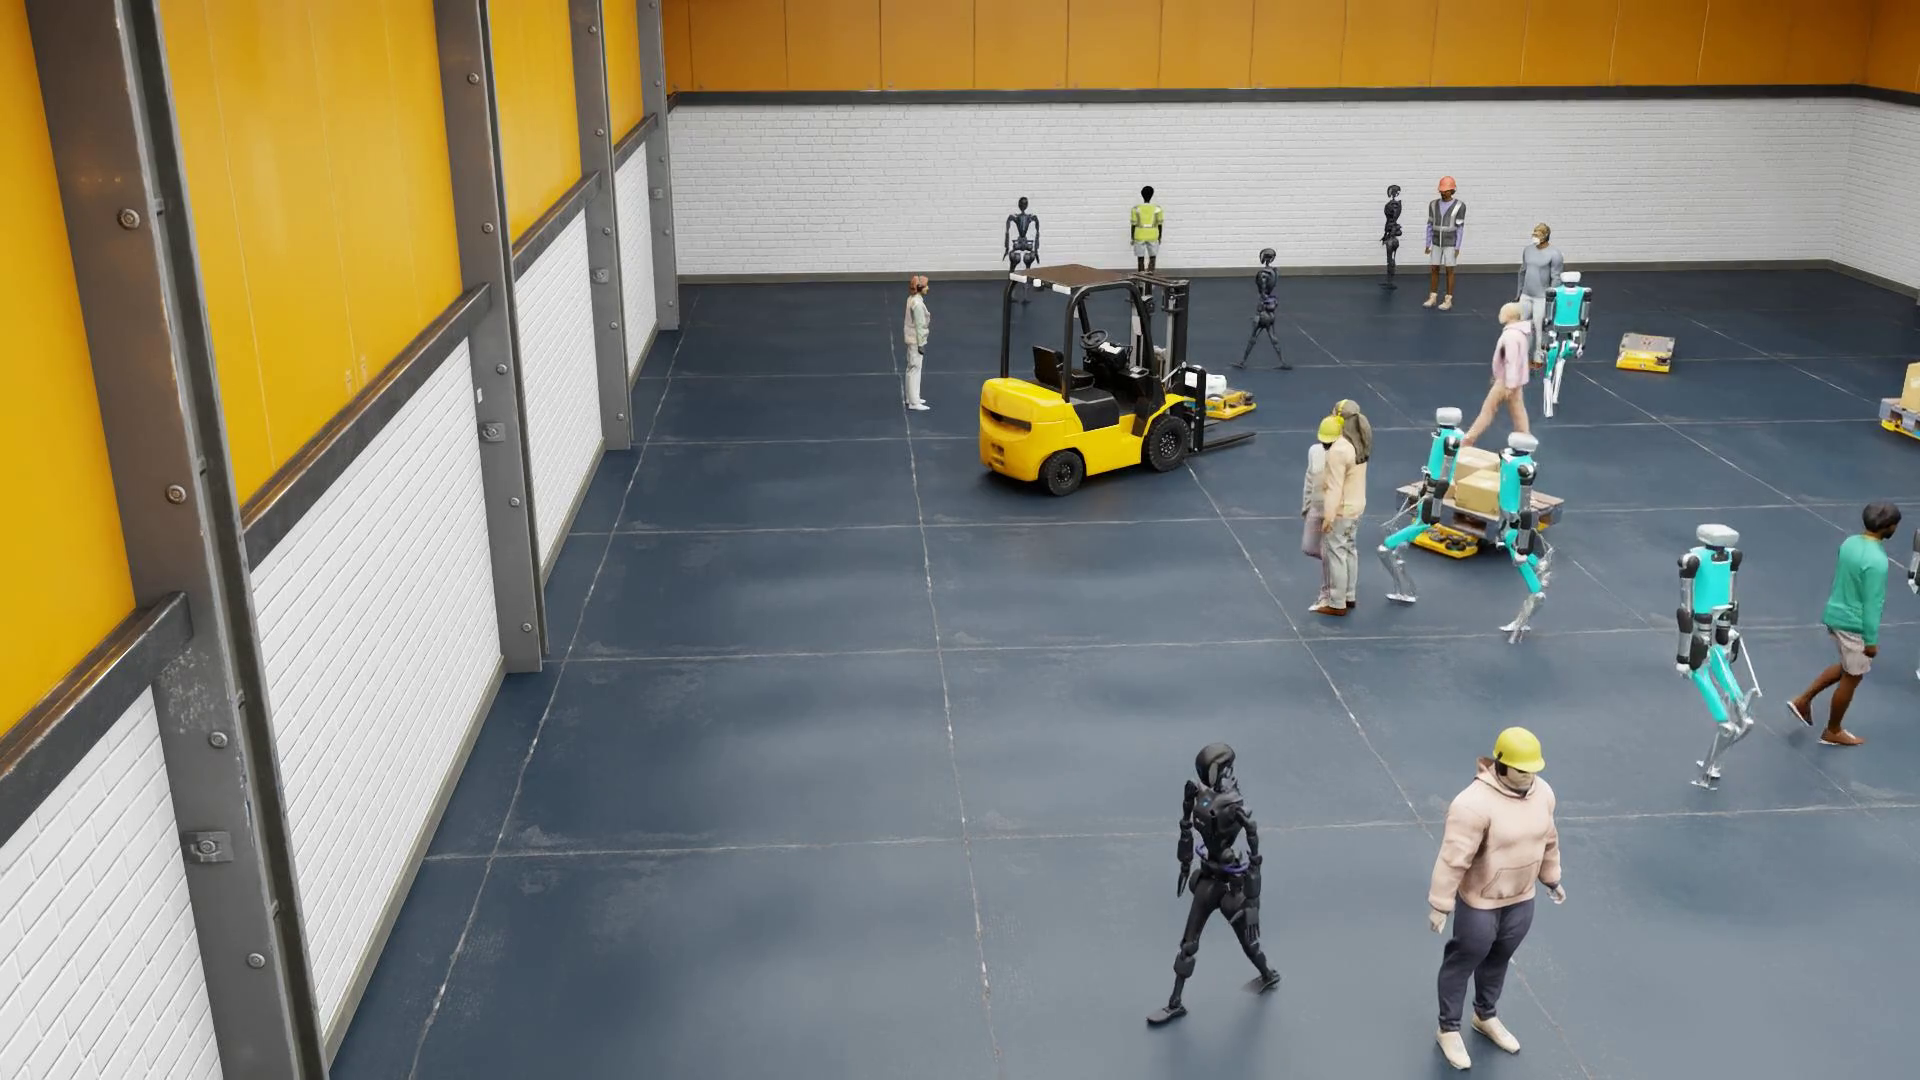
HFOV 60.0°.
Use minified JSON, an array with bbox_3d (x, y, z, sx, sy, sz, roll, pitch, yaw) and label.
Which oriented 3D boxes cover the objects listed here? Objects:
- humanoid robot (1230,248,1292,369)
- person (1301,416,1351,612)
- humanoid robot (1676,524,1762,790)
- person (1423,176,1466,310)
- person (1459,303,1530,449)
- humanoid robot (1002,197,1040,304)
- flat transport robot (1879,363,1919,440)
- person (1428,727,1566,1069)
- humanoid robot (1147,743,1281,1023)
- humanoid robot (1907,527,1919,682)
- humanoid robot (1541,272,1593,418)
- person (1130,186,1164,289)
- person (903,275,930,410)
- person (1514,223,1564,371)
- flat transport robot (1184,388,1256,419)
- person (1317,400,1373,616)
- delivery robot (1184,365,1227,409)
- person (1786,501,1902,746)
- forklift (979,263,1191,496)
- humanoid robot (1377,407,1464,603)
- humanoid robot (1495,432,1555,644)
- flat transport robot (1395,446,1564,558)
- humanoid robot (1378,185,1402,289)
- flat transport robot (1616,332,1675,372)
[{"bbox_3d":[4.019,-3.046,21.959,0.799,1.621,0.601,7,21,19],"label":"humanoid robot"},{"bbox_3d":[3.175,-0.254,14.181,0.522,1.737,0.551,-15,25,-35],"label":"person"},{"bbox_3d":[5.198,0.835,11.260,0.554,1.804,0.795,-11,23,-27],"label":"humanoid robot"},{"bbox_3d":[7.392,-4.544,25.463,0.598,2.035,0.411,17,26,38],"label":"person"},{"bbox_3d":[5.891,-1.744,18.234,0.937,1.734,0.554,11,23,27],"label":"person"},{"bbox_3d":[0.959,-4.475,25.776,0.584,1.638,0.450,-3,20,-9],"label":"humanoid robot"},{"bbox_3d":[11.246,-1.188,18.865,0.659,0.231,1.431,-3,20,-9],"label":"flat transport robot"},{"bbox_3d":[2.715,1.782,8.463,0.798,1.859,0.424,-8,22,-21],"label":"person"},{"bbox_3d":[1.403,1.796,8.798,0.844,1.617,0.609,-14,25,-34],"label":"humanoid robot"},{"bbox_3d":[7.493,0.349,12.590,0.544,1.797,0.831,7,21,19],"label":"humanoid robot"},{"bbox_3d":[7.204,-2.371,19.971,0.547,1.790,0.891,3,20,8],"label":"humanoid robot"},{"bbox_3d":[3.000,-4.851,26.784,0.537,1.686,0.388,-1,20,-1],"label":"person"},{"bbox_3d":[-0.524,-2.394,20.174,0.315,1.632,0.517,-4,20,-10],"label":"person"},{"bbox_3d":[7.602,-3.208,21.948,0.356,1.937,0.634,-12,23,-29],"label":"person"},{"bbox_3d":[2.846,-1.747,20.387,1.431,0.231,0.659,16,26,38],"label":"flat transport robot"},{"bbox_3d":[3.240,-0.268,14.050,0.390,1.871,0.563,14,24,34],"label":"person"},{"bbox_3d":[2.880,-1.819,20.161,0.760,0.588,0.499,2,20,5],"label":"delivery robot"},{"bbox_3d":[6.294,0.600,11.727,0.450,1.834,0.507,2,20,5],"label":"person"},{"bbox_3d":[1.315,-1.764,17.646,2.313,2.155,1.214,-14,24,-33],"label":"forklift"},{"bbox_3d":[3.849,-0.240,14.233,0.755,1.836,0.549,3,20,7],"label":"humanoid robot"},{"bbox_3d":[4.651,0.003,13.508,0.664,1.805,0.531,-1,20,-4],"label":"humanoid robot"},{"bbox_3d":[4.964,-0.134,15.991,1.431,0.231,0.659,-15,25,-35],"label":"flat transport robot"},{"bbox_3d":[6.994,-4.926,26.984,0.315,1.657,0.599,2,20,4],"label":"humanoid robot"},{"bbox_3d":[9.316,-2.548,22.569,0.659,0.231,1.431,9,22,23],"label":"flat transport robot"}]
